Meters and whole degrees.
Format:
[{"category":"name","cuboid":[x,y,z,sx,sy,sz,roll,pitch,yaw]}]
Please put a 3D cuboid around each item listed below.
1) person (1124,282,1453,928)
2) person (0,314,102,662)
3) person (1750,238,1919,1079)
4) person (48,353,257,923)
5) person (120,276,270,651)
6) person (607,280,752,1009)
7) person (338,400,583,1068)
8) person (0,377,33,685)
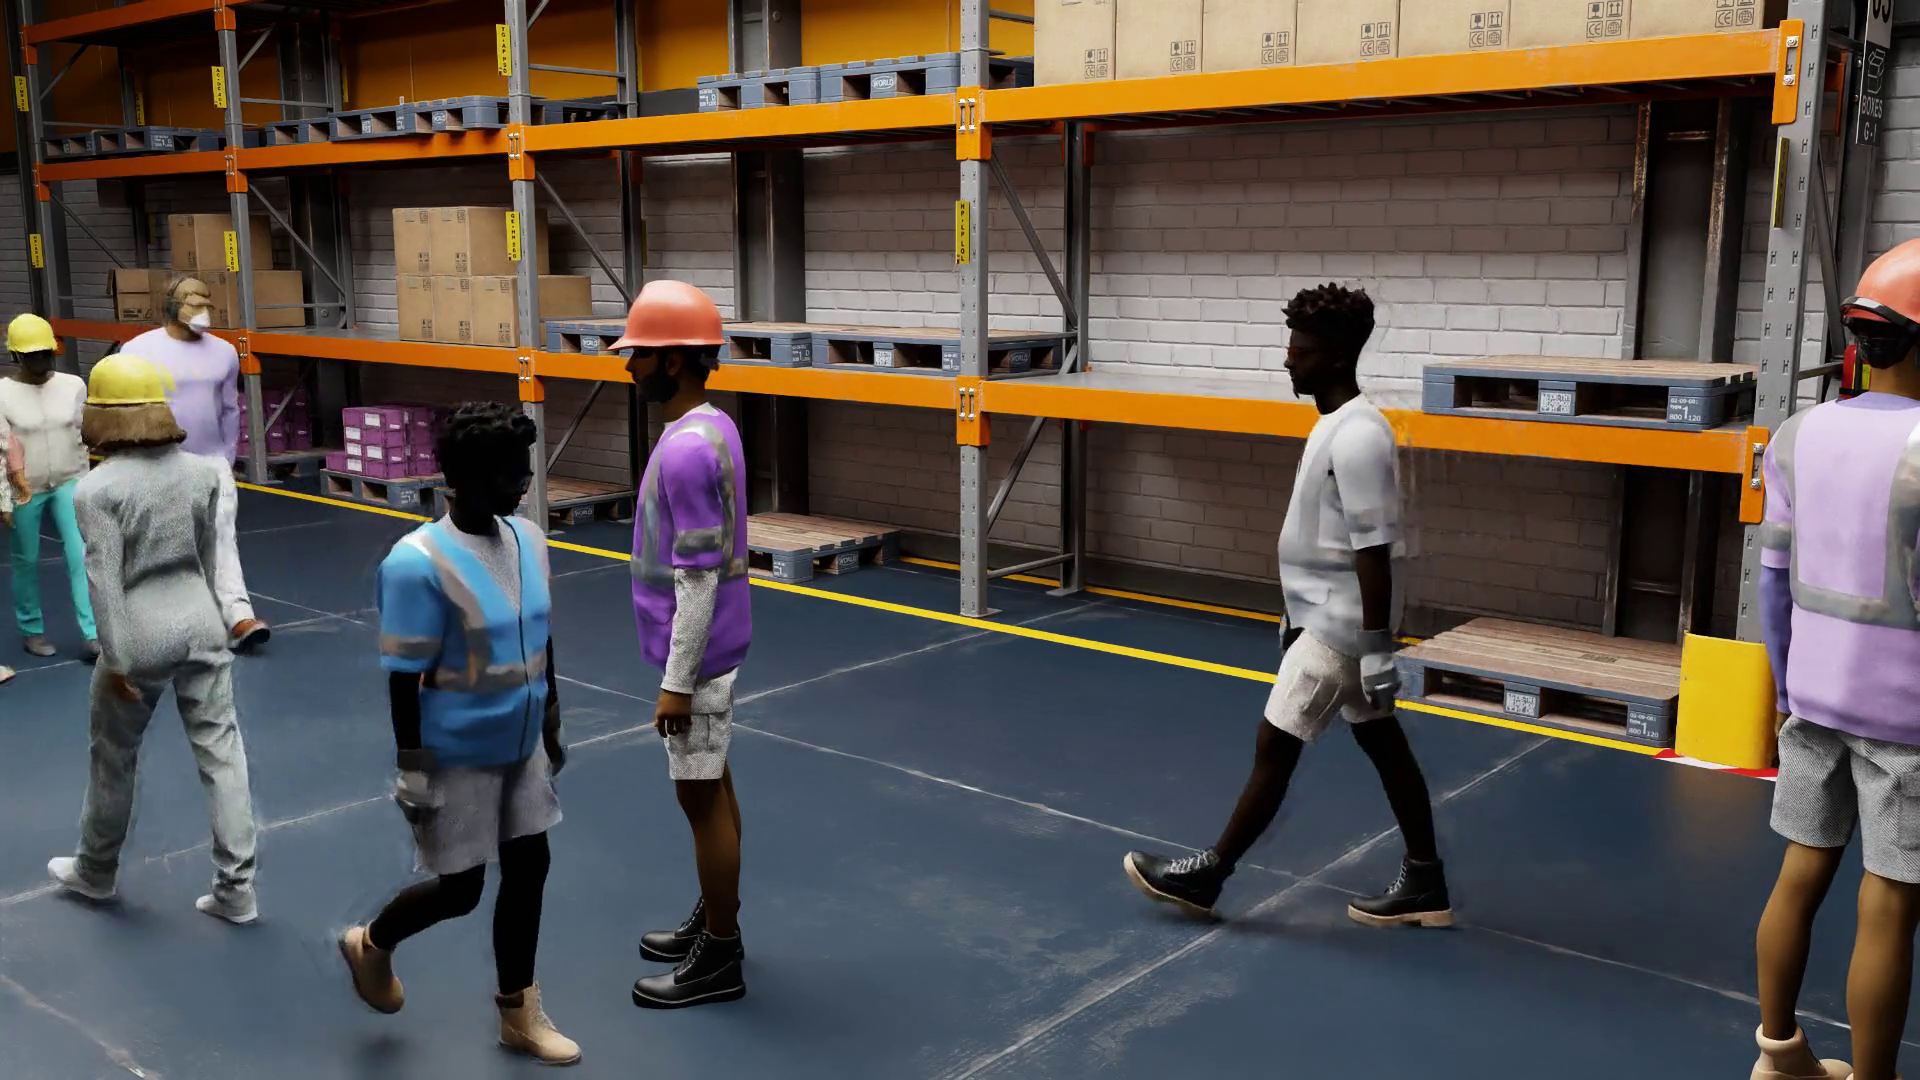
[{"category":"person","cuboid":[1.015,0.215,4.884,1.007,1.912,0.631,2,10,10]},{"category":"person","cuboid":[-4.403,-0.231,8.023,0.846,1.706,0.524,9,13,40]},{"category":"person","cuboid":[2.043,0.366,3.694,0.373,2.044,0.606,-3,10,-17]},{"category":"person","cuboid":[-2.477,0.295,5.043,0.860,1.705,0.488,6,12,31]},{"category":"person","cuboid":[-3.872,-0.378,8.381,1.068,1.874,0.644,9,14,43]},{"category":"person","cuboid":[-0.739,0.283,4.465,0.359,1.938,0.545,-1,10,-5]},{"category":"person","cuboid":[-1.257,0.485,4.080,0.574,1.673,0.564,5,11,24]},{"category":"person","cuboid":[-4.587,-0.282,7.643,0.812,1.945,0.638,5,11,26]}]
